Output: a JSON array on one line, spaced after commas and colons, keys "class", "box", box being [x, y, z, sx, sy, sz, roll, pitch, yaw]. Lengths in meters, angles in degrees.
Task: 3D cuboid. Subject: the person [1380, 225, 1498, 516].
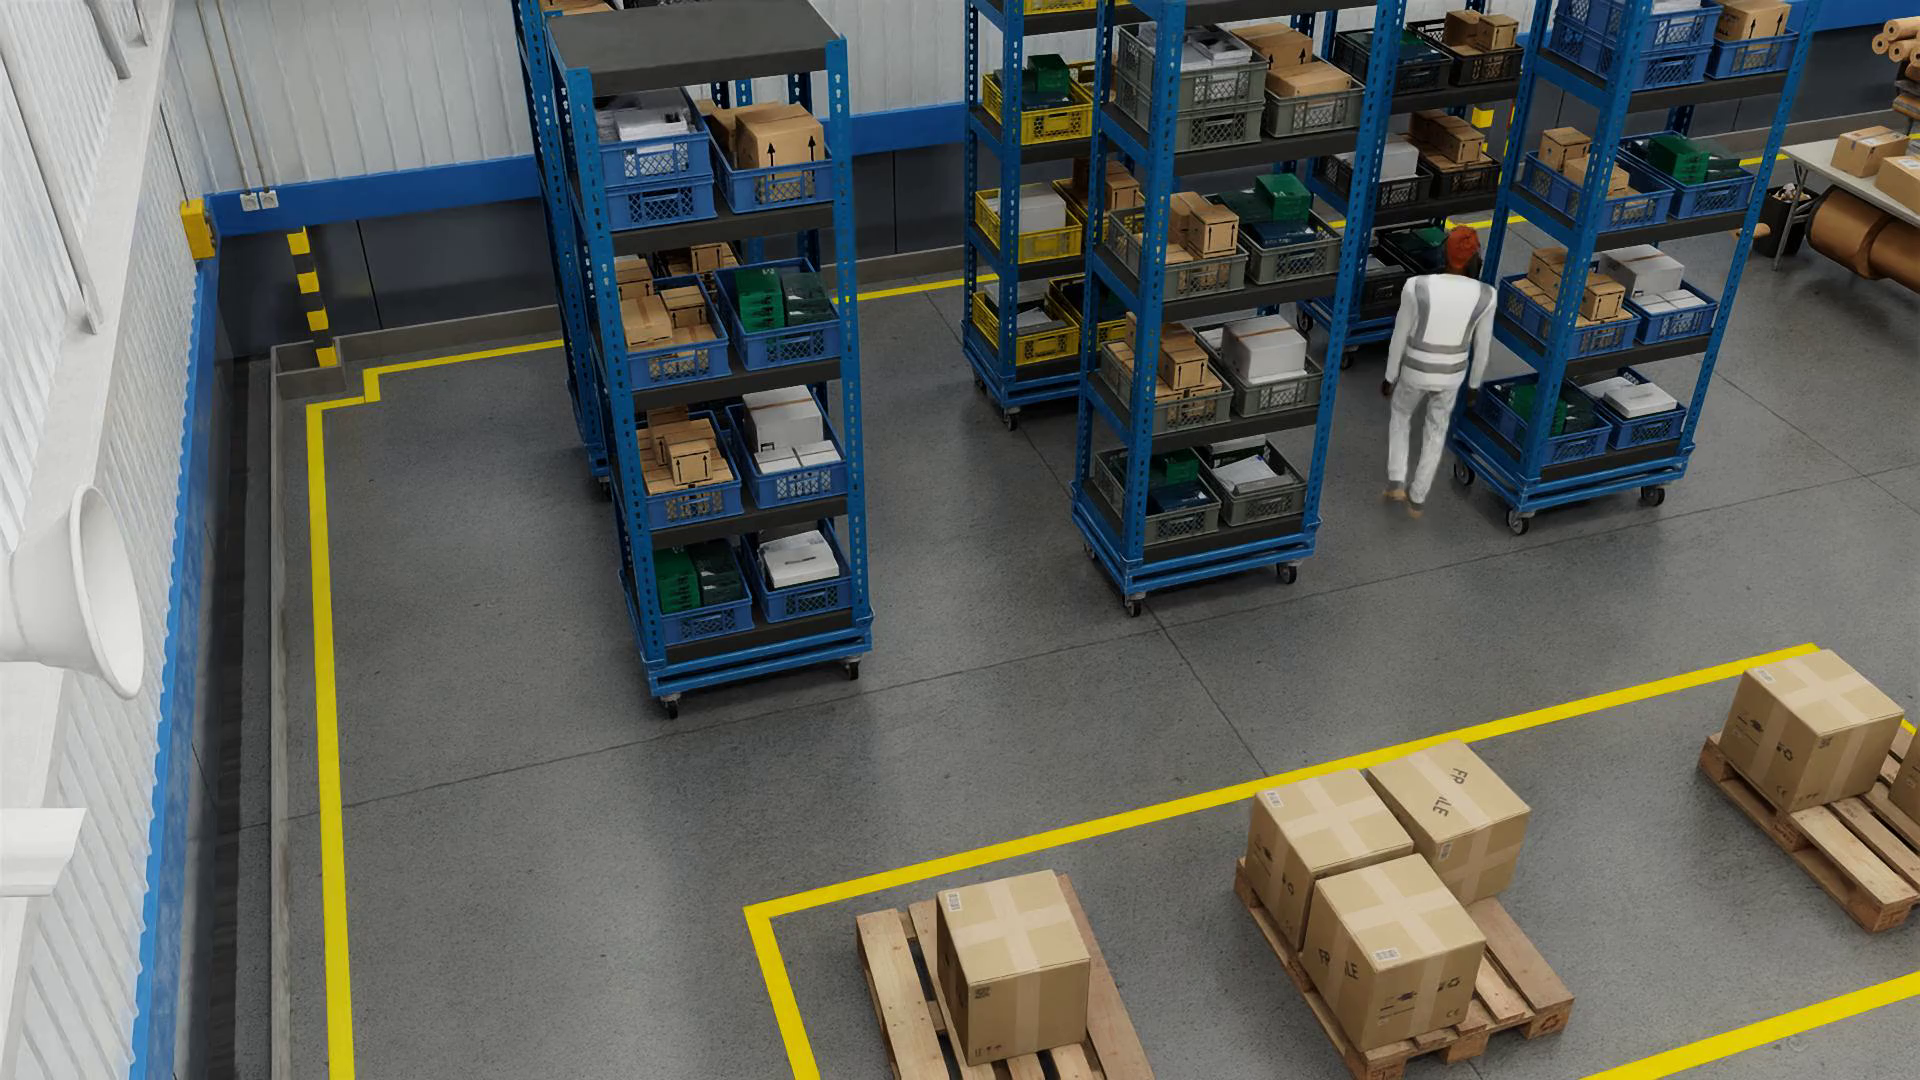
[{"class": "person", "box": [2.876, -1.009, 10.105, 0.601, 1.862, 0.446, 5, 36, 7]}]
